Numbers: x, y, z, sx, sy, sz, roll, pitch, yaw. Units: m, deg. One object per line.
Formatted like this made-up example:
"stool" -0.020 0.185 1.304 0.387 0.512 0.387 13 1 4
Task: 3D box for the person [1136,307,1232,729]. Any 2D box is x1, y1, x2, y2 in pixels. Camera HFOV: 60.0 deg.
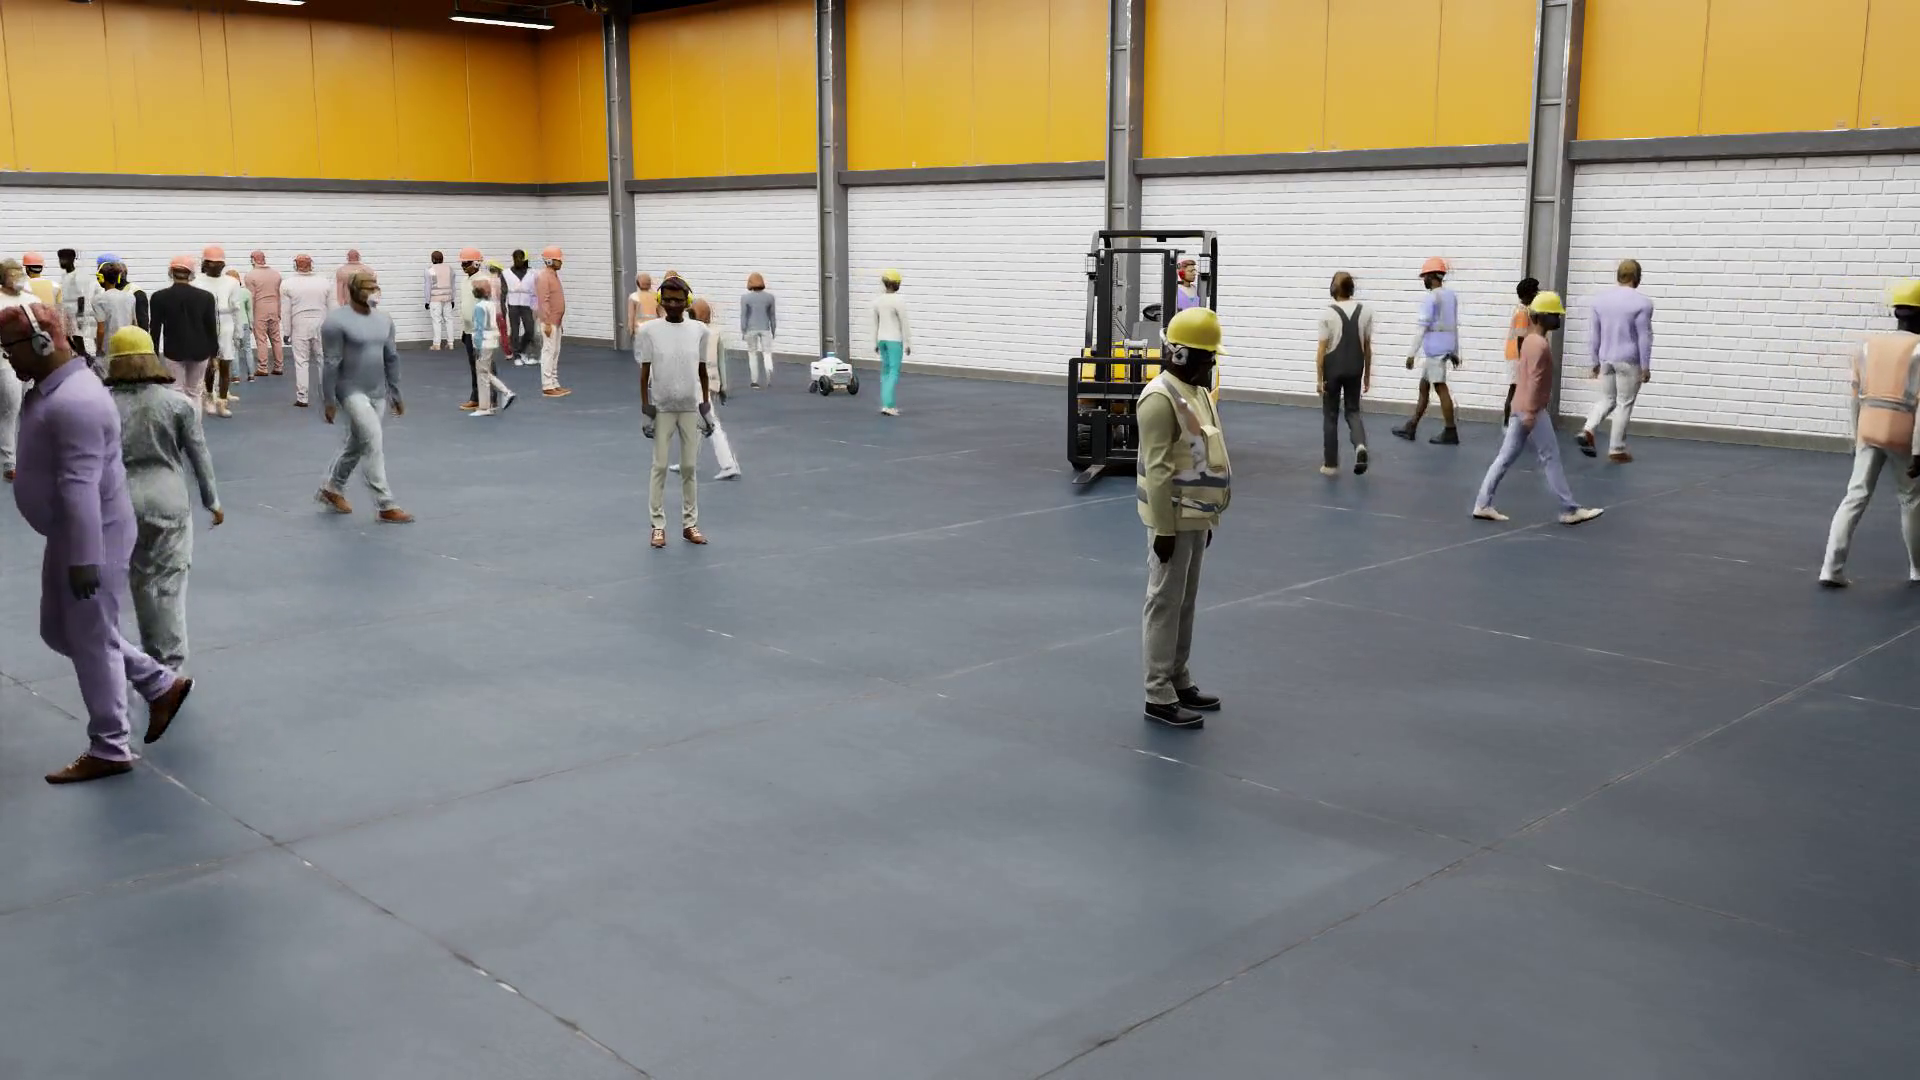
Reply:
"person" 0.983 -0.104 7.306 0.403 1.825 0.586 5 11 24

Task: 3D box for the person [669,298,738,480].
"person" -2.265 -1.330 14.644 0.899 1.588 0.506 6 12 32

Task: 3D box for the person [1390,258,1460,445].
"person" 4.805 -1.941 17.121 0.894 1.886 0.693 9 14 41

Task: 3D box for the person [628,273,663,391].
"person" -4.261 -2.831 22.716 0.522 1.623 0.548 -7 12 -32

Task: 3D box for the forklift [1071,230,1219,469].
"forklift" 1.804 -1.825 15.677 1.214 2.155 2.313 2 11 13

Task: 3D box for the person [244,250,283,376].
"person" -10.607 -3.441 25.293 0.407 1.902 0.639 6 12 28

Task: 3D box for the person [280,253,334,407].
"person" -8.145 -2.617 20.780 0.642 1.909 0.409 -7 13 -35

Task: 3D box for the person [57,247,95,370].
"person" -13.170 -3.369 24.748 0.631 1.952 0.452 8 13 37

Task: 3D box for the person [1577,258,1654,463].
"person" 6.136 -1.657 15.523 0.512 1.925 0.628 -6 12 -28

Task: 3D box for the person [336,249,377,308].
"person" -10.697 -4.207 29.537 0.650 1.874 0.868 -3 11 -16

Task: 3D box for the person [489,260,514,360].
"person" -7.880 -3.878 28.190 0.539 1.696 0.955 3 11 16

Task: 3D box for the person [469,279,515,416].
"person" -5.588 -2.268 19.648 0.432 1.629 0.521 0 10 1

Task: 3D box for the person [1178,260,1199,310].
"person" 2.602 -2.340 19.421 0.570 1.849 0.383 -8 13 -37

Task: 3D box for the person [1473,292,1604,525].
"person" 4.276 -0.964 12.281 0.923 1.715 0.554 2 11 9

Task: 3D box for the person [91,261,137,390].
"person" -8.613 -1.899 16.974 0.332 1.869 0.520 5 11 25

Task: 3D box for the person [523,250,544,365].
"person" -7.140 -3.836 27.471 0.598 1.896 0.457 7 13 34

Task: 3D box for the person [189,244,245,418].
"person" -8.665 -2.425 19.403 0.627 2.023 0.447 -9 14 -40

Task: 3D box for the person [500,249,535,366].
"person" -7.233 -3.807 27.286 0.624 1.897 0.465 -7 12 -33

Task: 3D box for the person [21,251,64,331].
"person" -11.116 -2.511 20.114 0.368 1.939 0.542 7 12 33

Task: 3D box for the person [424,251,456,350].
"person" -9.711 -4.464 31.032 0.429 1.844 0.627 10 14 42

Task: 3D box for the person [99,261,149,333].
"person" -9.531 -2.249 18.951 0.623 1.844 0.430 3 11 18

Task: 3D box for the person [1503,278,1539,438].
"person" 5.925 -1.921 17.586 0.321 1.691 0.532 4 11 19

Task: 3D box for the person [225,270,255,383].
"person" -10.519 -3.102 24.169 0.279 1.632 0.502 10 14 44

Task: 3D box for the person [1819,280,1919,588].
"person" 5.646 -0.632 10.084 1.026 1.868 0.595 -6 12 -29

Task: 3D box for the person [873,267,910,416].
"person" -0.823 -2.362 19.830 0.372 1.780 0.533 -10 14 -44

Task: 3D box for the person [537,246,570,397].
"person" -5.398 -2.901 22.094 0.402 1.990 0.622 0 10 2

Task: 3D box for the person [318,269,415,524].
"person" -4.536 -1.088 12.504 1.005 1.899 0.644 5 11 25

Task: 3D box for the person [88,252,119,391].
"person" -10.207 -2.475 19.950 0.421 1.934 0.651 -8 13 -37

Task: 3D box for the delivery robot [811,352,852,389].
"delivery robot" -1.729 -2.282 22.385 0.477 0.478 0.707 -5 12 -27

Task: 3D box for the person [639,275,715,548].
"person" -1.942 -0.883 11.448 0.521 1.865 0.335 -4 11 -23

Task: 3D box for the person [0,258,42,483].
"person" -8.188 -1.470 14.441 0.360 1.939 0.635 4 11 20

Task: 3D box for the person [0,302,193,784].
"person" -3.422 -0.002 6.599 0.544 1.880 0.716 -8 13 -38

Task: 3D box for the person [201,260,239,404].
"person" -9.488 -2.657 21.189 0.429 1.841 0.625 2 11 9

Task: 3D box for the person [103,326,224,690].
"person" -3.797 -0.153 7.890 0.531 1.698 0.846 -3 11 -14

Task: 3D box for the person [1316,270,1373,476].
"person" 3.381 -1.442 14.587 0.532 1.831 0.584 -1 10 -7

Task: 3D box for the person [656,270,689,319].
"person" -4.113 -3.047 23.873 0.500 1.633 0.283 2 11 12

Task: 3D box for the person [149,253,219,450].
"person" -7.587 -1.822 16.307 0.628 1.966 0.677 -6 12 -32

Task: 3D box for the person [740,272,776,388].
"person" -2.800 -2.911 23.138 0.515 1.615 0.581 -3 11 -17

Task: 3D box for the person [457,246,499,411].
"person" -5.871 -2.554 20.195 0.614 1.993 0.395 9 14 40
